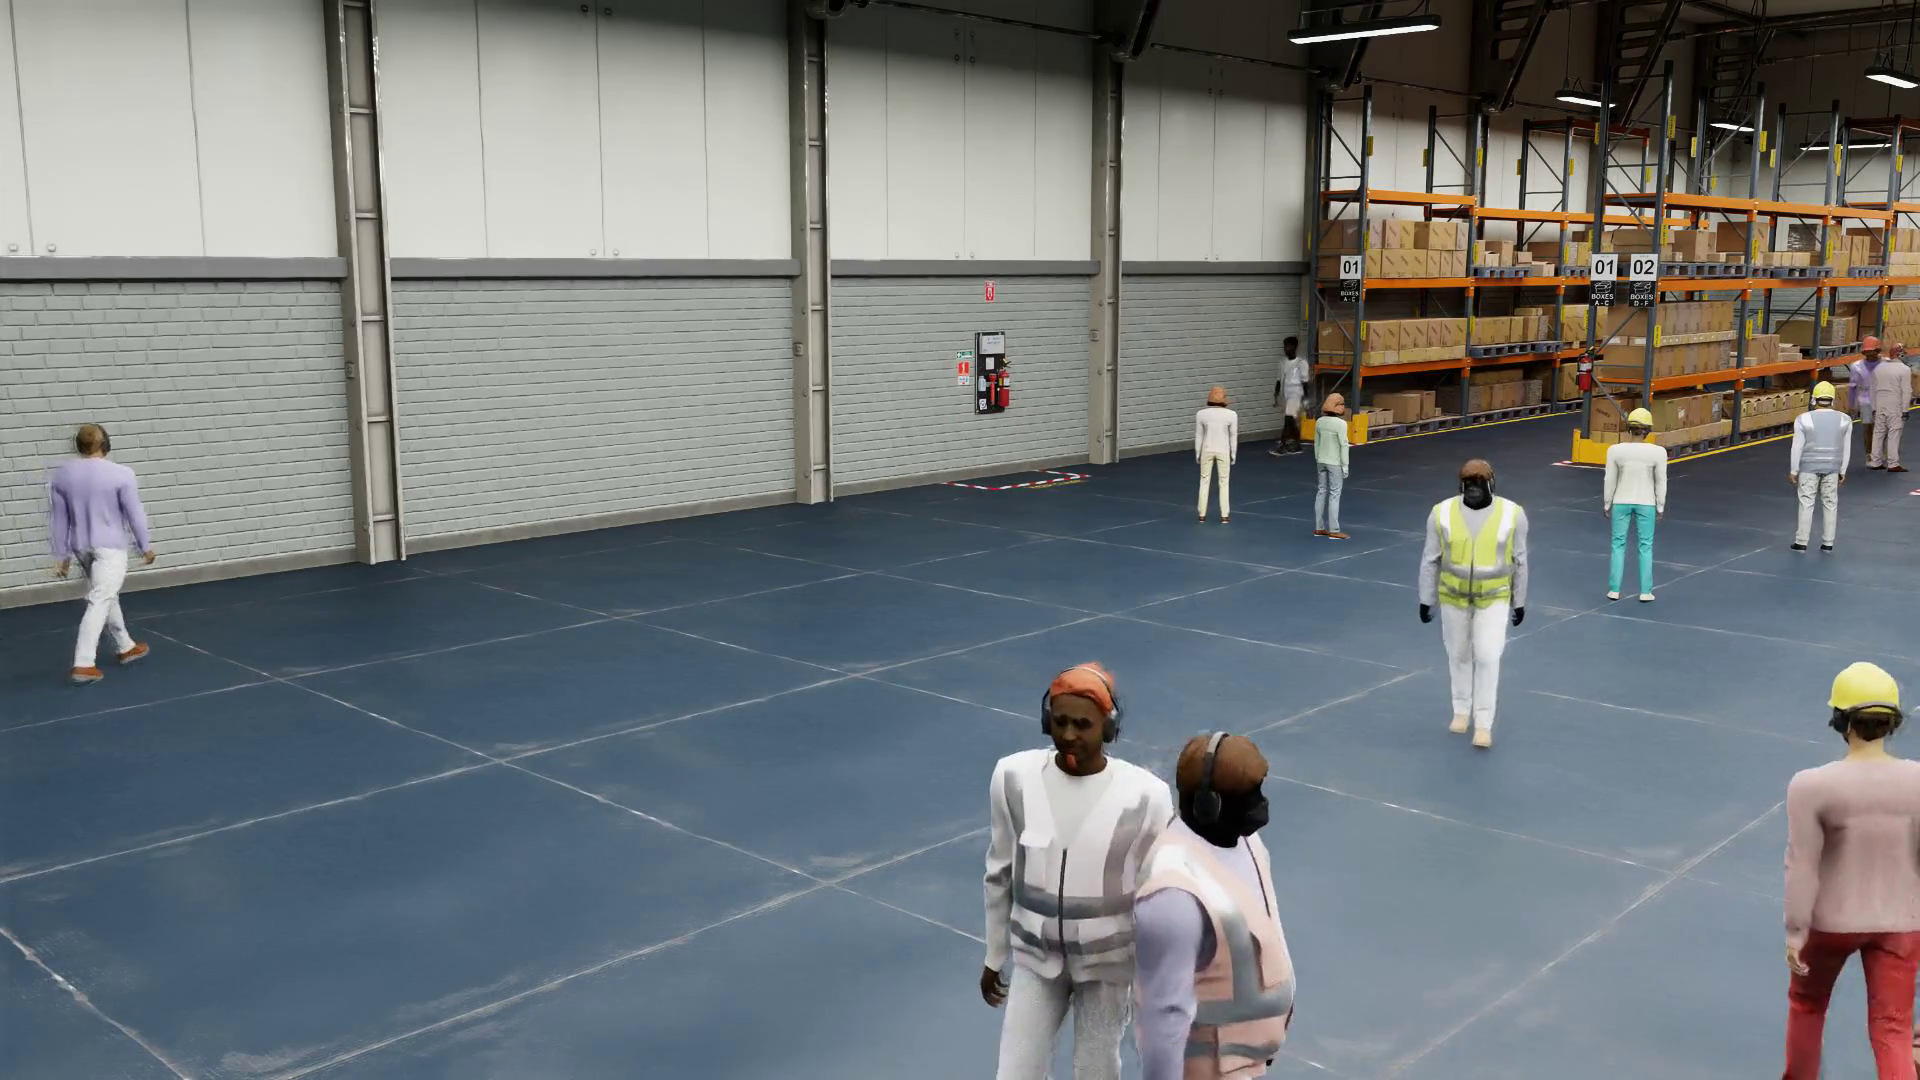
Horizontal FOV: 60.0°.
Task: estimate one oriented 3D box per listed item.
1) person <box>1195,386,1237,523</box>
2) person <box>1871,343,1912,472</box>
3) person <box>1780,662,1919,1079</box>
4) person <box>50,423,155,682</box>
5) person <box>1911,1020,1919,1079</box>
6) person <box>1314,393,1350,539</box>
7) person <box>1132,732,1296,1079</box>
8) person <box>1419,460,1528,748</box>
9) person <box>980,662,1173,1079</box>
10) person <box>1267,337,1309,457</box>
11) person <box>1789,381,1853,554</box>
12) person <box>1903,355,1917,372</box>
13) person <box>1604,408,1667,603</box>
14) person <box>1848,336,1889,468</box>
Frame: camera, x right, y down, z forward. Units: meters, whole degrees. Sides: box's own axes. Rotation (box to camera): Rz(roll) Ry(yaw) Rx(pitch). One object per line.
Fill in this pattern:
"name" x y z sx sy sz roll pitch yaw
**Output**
"person" 3.042 -1.014 19.813 0.500 1.625 0.301 2 10 14
"person" 13.882 -1.969 24.762 0.399 1.910 0.643 -3 10 -17
"person" 2.998 1.275 5.526 0.505 1.728 0.819 2 9 10
"person" -6.403 0.075 12.368 0.628 1.894 1.027 2 9 9
"person" 3.549 1.183 5.606 0.581 1.888 0.661 -3 10 -20
"person" 4.171 -0.829 18.645 0.280 1.633 0.502 -5 11 -30
"person" 0.622 1.389 4.603 0.869 1.818 0.620 3 10 20
"person" 3.251 0.401 10.610 0.658 1.808 0.826 4 10 24
"person" 0.345 1.287 5.018 0.598 1.873 0.419 3 10 20
"person" 5.281 -2.307 26.801 0.914 1.918 0.632 -6 11 -31
"person" 9.100 -0.763 17.634 0.586 1.833 0.404 1 9 7
"person" 21.978 -4.099 38.645 0.507 1.613 0.633 -1 9 -4
"person" 6.124 -0.315 15.113 0.528 1.765 0.328 5 10 26
"person" 13.710 -2.063 25.031 0.636 2.002 0.609 7 12 36
